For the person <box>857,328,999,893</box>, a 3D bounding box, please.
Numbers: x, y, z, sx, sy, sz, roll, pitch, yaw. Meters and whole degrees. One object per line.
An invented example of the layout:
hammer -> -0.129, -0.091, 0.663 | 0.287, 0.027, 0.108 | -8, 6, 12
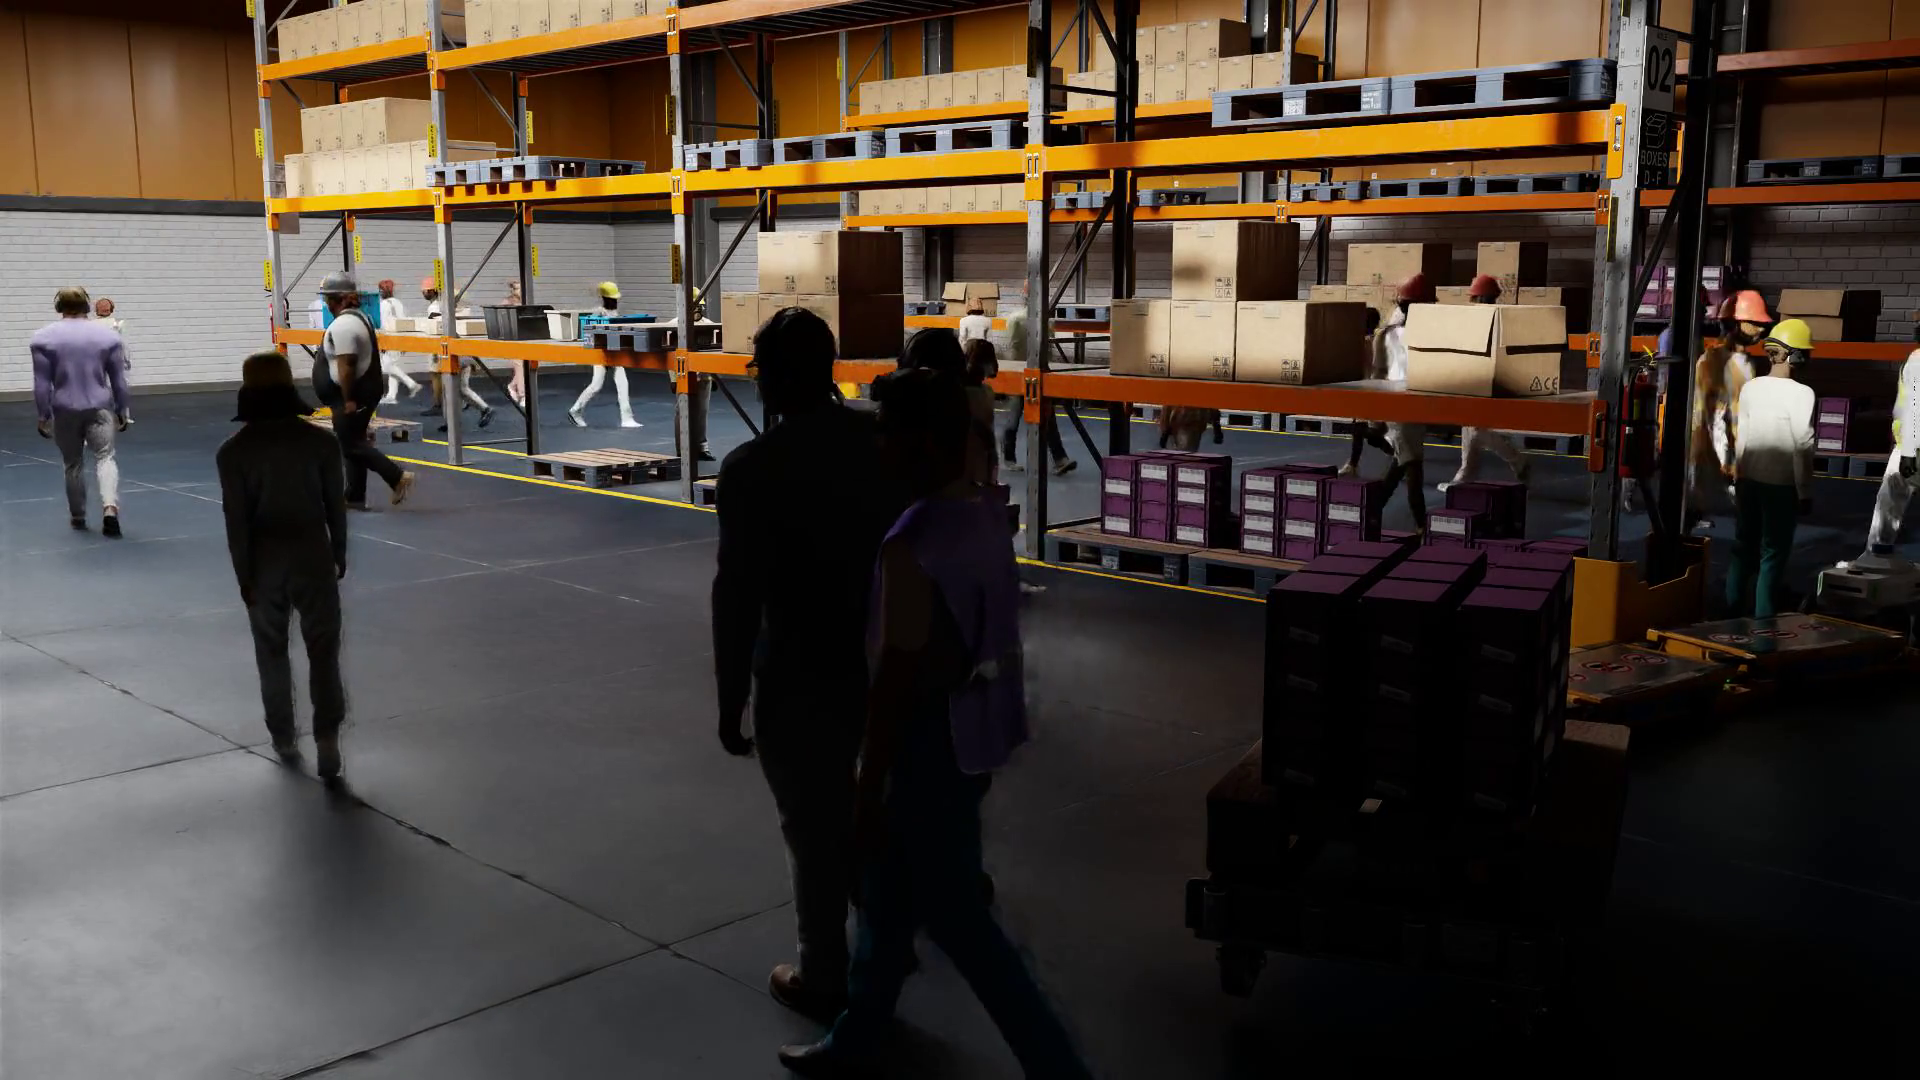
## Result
person -> -0.100, 0.254, 5.273 | 0.629, 1.839, 0.429 | -8, 12, -41

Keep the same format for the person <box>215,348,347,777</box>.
person -> -2.696, 0.088, 6.685 | 0.479, 1.717, 0.824 | -4, 10, -25

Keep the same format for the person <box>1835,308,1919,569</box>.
person -> 5.997, -0.590, 10.508 | 0.654, 1.816, 0.810 | -4, 10, -24

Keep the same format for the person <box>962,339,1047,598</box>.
person -> 0.157, -0.410, 10.061 | 0.812, 1.591, 0.518 | 6, 11, 32

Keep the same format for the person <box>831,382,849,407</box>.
person -> -1.700, -2.284, 21.349 | 0.521, 1.666, 0.739 | -8, 12, -40

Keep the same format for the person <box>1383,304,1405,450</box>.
person -> 4.719, -1.761, 17.482 | 0.422, 1.893, 0.645 | 4, 10, 21

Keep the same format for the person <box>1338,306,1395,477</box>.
person -> 3.956, -1.398, 15.916 | 0.740, 1.675, 0.536 | 6, 11, 33

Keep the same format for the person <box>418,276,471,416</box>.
person -> -7.082, -2.641, 22.771 | 0.621, 1.922, 0.562 | -1, 9, -4

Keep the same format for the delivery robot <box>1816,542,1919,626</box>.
delivery robot -> 4.936, 0.252, 8.925 | 0.707, 0.478, 0.477 | -6, 11, -33

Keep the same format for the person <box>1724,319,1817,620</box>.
person -> 4.367, -0.298, 8.912 | 0.343, 1.759, 0.533 | -2, 10, -14

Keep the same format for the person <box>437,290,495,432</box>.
person -> -6.157, -2.219, 20.533 | 0.652, 1.805, 0.624 | 4, 10, 21

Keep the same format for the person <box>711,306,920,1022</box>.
person -> -0.383, 0.352, 4.404 | 0.429, 1.926, 0.656 | 8, 12, 41

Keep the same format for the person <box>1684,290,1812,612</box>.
person -> 4.560, -0.502, 9.742 | 0.555, 1.890, 0.970 | -6, 11, -33

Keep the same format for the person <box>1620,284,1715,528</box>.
person -> 5.623, -1.065, 13.113 | 0.555, 1.923, 0.724 | -7, 12, -36

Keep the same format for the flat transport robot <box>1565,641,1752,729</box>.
flat transport robot -> 2.862, 0.676, 7.478 | 1.431, 0.197, 0.652 | -6, 11, -34

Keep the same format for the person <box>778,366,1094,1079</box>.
person -> -0.041, 0.498, 3.889 | 0.871, 1.810, 0.579 | 3, 10, 17

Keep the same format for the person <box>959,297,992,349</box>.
person -> 0.213, -2.575, 23.268 | 0.503, 1.627, 0.270 | -4, 10, -25

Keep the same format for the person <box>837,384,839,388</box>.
person -> -2.060, -3.267, 27.490 | 0.502, 1.633, 0.280 | 7, 12, 38

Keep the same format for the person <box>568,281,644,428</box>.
person -> -4.547, -2.352, 21.148 | 0.968, 1.882, 0.578 | 3, 10, 19

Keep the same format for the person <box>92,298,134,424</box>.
person -> -11.053, -2.312, 21.615 | 0.513, 1.641, 0.307 | -2, 9, -12

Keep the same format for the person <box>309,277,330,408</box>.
person -> -8.791, -2.732, 23.308 | 0.584, 1.927, 0.367 | 1, 9, 5

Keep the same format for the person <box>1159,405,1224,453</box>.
person -> 1.778, -0.852, 12.790 | 0.534, 1.589, 0.857 | -9, 13, -44

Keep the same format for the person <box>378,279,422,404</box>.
person -> -8.420, -2.945, 24.783 | 0.673, 1.867, 0.615 | 1, 9, 7

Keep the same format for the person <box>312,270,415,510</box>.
person -> -4.962, -1.232, 13.763 | 0.746, 2.000, 0.699 | -1, 9, -5

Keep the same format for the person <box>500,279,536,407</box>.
person -> -6.513, -2.908, 24.525 | 0.750, 1.883, 0.645 | 7, 12, 37

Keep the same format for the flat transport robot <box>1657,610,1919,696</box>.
flat transport robot -> 4.089, 0.548, 8.266 | 1.431, 0.197, 0.652 | -4, 10, -24

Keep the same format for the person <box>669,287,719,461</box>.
person -> -2.773, -1.717, 17.375 | 0.599, 1.830, 0.403 | -9, 13, -44

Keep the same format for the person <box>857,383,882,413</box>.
person -> -0.884, -1.878, 18.171 | 0.598, 1.904, 0.440 | -8, 12, -41

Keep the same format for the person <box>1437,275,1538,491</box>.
person -> 4.740, -1.370, 14.817 | 0.812, 1.973, 0.608 | 5, 11, 28

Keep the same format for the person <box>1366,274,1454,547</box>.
person -> 3.218, -0.906, 11.936 | 0.626, 1.996, 1.038 | -5, 11, -29

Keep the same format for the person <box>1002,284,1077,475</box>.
person -> 0.736, -1.598, 16.326 | 0.620, 1.930, 1.044 | -6, 11, -31

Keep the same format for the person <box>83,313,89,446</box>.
person -> -10.100, -1.907, 19.128 | 0.315, 1.640, 0.515 | 0, 9, 1

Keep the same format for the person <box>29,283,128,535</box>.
person -> -6.692, -0.983, 12.683 | 0.643, 1.944, 0.730 | -6, 11, -31
